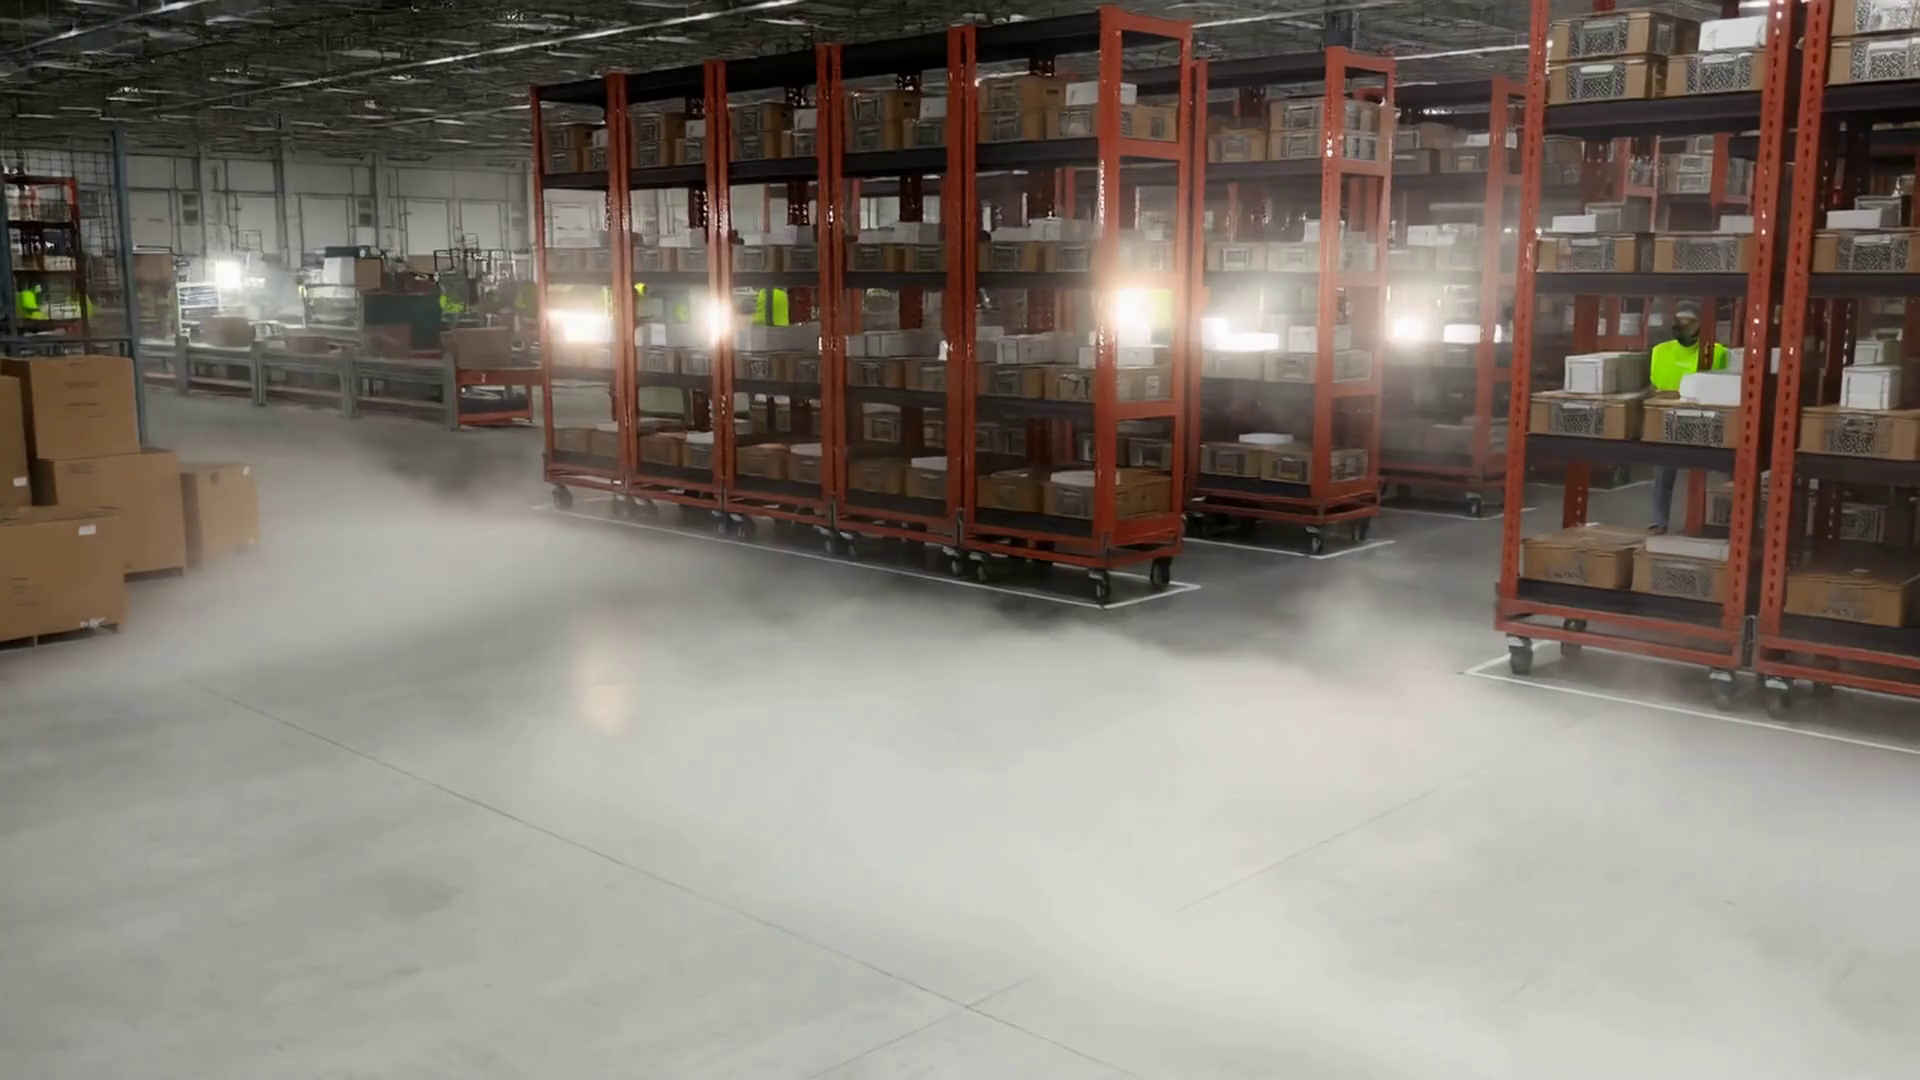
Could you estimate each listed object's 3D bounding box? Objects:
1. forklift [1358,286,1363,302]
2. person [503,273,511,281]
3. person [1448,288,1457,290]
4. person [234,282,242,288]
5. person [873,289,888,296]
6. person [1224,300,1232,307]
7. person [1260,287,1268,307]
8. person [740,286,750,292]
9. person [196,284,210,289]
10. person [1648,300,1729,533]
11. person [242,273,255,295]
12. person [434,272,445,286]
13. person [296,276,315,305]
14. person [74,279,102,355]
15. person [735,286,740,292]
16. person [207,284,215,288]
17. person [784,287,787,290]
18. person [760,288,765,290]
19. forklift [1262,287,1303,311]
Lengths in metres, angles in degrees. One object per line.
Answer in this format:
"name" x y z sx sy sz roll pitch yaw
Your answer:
"forklift" 11.100 -7.017 46.970 1.873 2.768 1.129 9 13 43
"person" -23.447 -12.899 86.125 1.011 1.881 0.600 -8 12 -41
"person" 18.663 -9.041 63.188 0.507 1.633 0.276 -6 11 -32
"person" -24.511 -8.031 56.596 0.525 1.769 0.310 0 9 1
"person" -2.802 -8.484 59.035 1.009 1.893 0.547 8 12 42
"person" 6.282 -5.037 38.327 0.538 1.745 0.788 6 11 31
"person" 10.292 -7.969 56.295 0.540 1.749 0.531 7 11 36
"person" -8.226 -9.199 63.228 0.365 1.935 0.553 -9 13 -44
"person" -16.986 -5.048 37.481 0.447 2.033 0.629 -9 13 -43
"person" 5.188 -0.786 11.923 0.390 1.847 0.563 -9 13 -44
"person" -23.657 -7.899 55.258 0.545 1.938 0.361 4 10 24
"person" -25.468 -12.185 81.605 0.645 1.913 0.431 0 9 2
"person" -22.655 -8.262 57.686 0.448 1.874 0.706 5 10 28
"person" -18.795 -4.694 35.868 0.962 1.858 0.643 -6 11 -33
"person" -10.747 -11.804 79.217 0.627 1.934 0.370 -5 10 -28
"person" -40.421 -13.531 89.820 0.589 1.928 0.384 5 11 30
"person" -6.501 -8.802 61.876 0.856 1.585 0.509 3 10 17
"person" -8.076 -9.715 67.329 0.445 1.630 0.514 0 9 0
"forklift" 10.769 -8.203 54.240 1.129 2.768 1.873 8 12 42
